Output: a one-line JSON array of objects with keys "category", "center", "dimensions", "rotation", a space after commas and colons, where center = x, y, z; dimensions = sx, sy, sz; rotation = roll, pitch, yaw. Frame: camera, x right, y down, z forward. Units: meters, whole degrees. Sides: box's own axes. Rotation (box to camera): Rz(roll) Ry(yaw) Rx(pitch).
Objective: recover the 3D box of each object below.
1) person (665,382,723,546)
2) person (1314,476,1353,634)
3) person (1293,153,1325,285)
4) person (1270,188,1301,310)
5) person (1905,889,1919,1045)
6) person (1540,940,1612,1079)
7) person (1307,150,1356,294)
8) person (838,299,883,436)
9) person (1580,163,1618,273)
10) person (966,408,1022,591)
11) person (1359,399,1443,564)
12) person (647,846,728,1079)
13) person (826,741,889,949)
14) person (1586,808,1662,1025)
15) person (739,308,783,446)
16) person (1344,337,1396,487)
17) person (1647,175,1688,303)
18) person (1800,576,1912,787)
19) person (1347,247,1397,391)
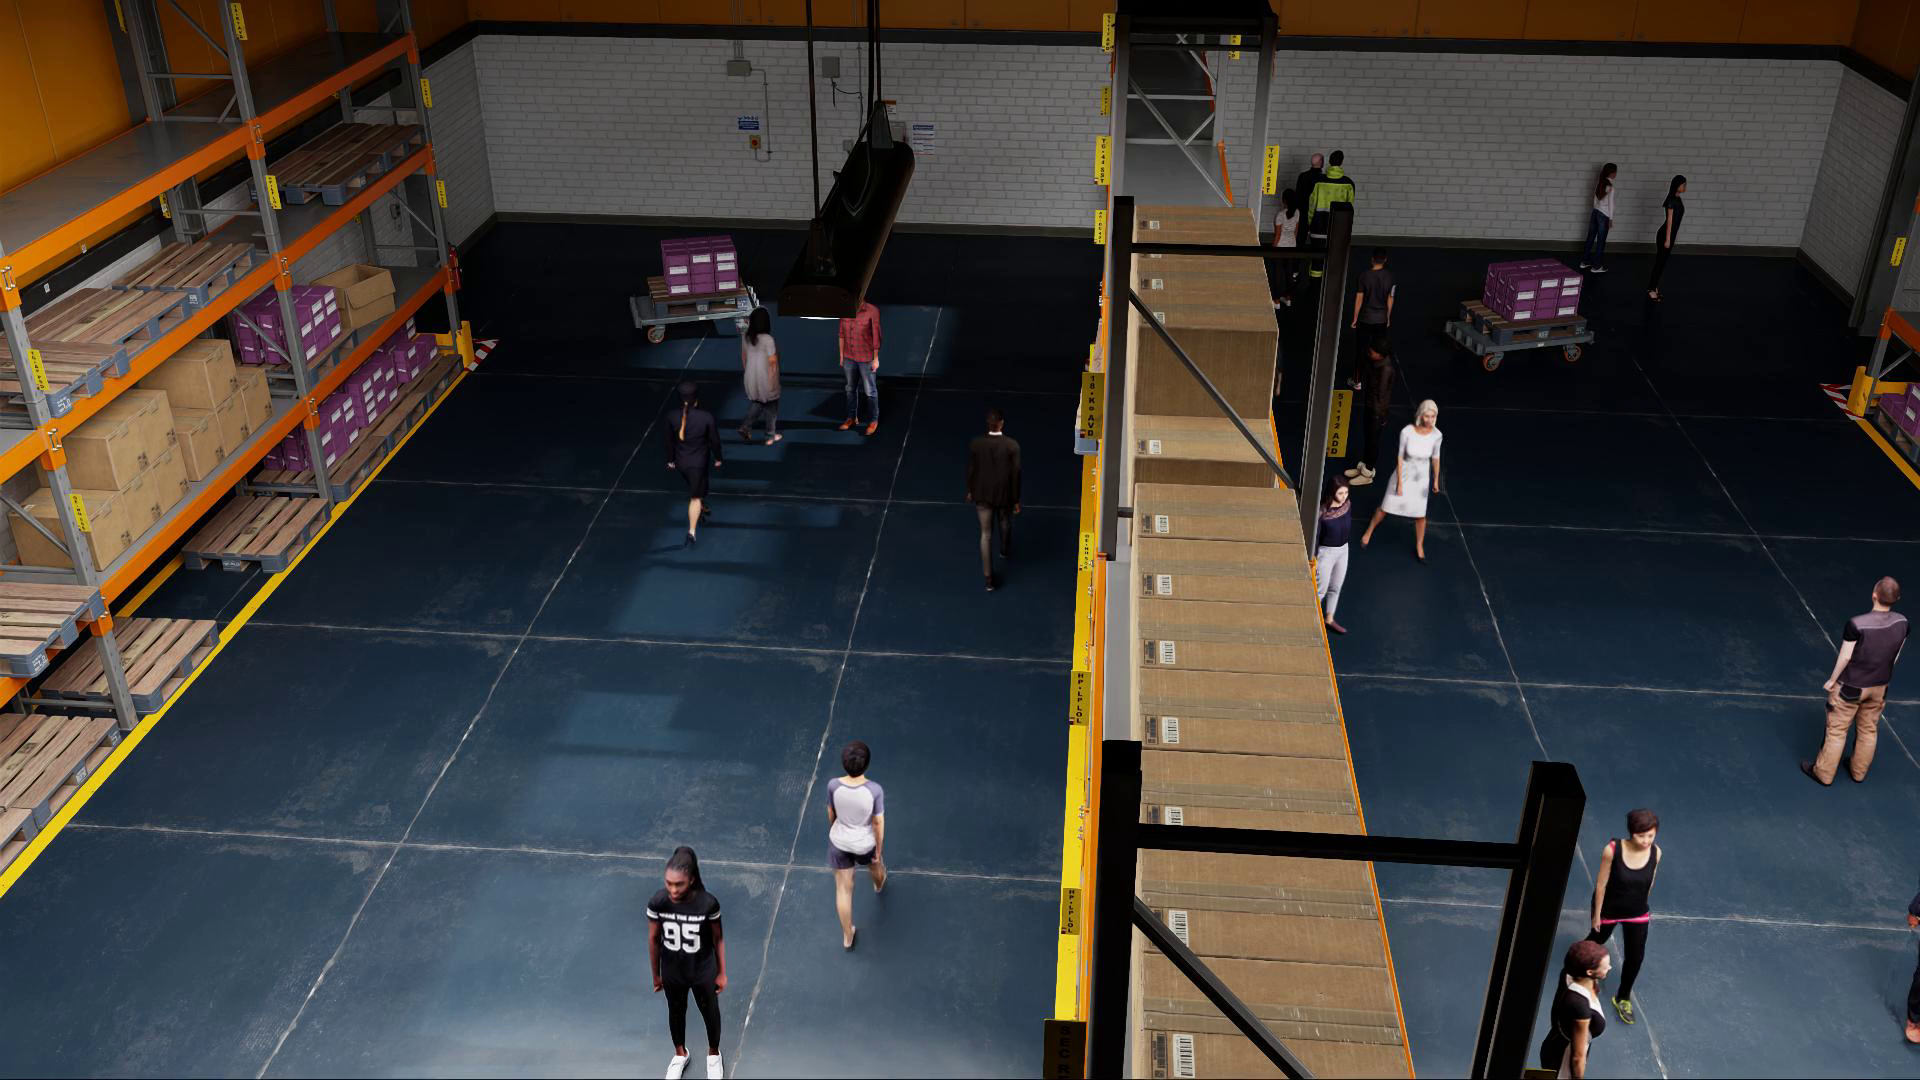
[{"category": "person", "center": [-2.668, -0.718, 16.547], "dimensions": [0.756, 1.631, 1.091], "rotation": [4, 29, 8]}, {"category": "person", "center": [3.339, 0.145, 14.988], "dimensions": [0.693, 1.608, 0.740], "rotation": [-19, 34, -31]}, {"category": "person", "center": [4.905, -4.497, 23.259], "dimensions": [0.766, 1.836, 0.778], "rotation": [21, 35, 34]}, {"category": "person", "center": [4.379, -3.940, 22.437], "dimensions": [0.657, 1.646, 0.696], "rotation": [-17, 33, -28]}, {"category": "person", "center": [6.393, 2.416, 10.746], "dimensions": [0.690, 1.683, 0.870], "rotation": [4, 29, 8]}, {"category": "person", "center": [3.455, 3.012, 9.536], "dimensions": [0.640, 1.795, 0.426], "rotation": [3, 29, 6]}, {"category": "person", "center": [5.078, -4.380, 22.894], "dimensions": [0.776, 1.982, 0.639], "rotation": [4, 29, 7]}, {"category": "person", "center": [-1.137, -2.104, 18.879], "dimensions": [0.748, 1.831, 0.678], "rotation": [12, 31, 21]}, {"category": "person", "center": [9.165, -4.624, 23.783], "dimensions": [0.676, 1.559, 0.588], "rotation": [-12, 31, -21]}, {"category": "person", "center": [0.311, -0.354, 15.742], "dimensions": [0.692, 1.762, 1.098], "rotation": [3, 29, 6]}, {"category": "person", "center": [4.421, -0.590, 16.206], "dimensions": [0.830, 1.732, 0.707], "rotation": [1, 29, 1]}, {"category": "person", "center": [-1.669, 2.647, 10.276], "dimensions": [0.620, 1.729, 0.550], "rotation": [1, 29, 1]}, {"category": "person", "center": [-0.737, 2.117, 11.464], "dimensions": [0.559, 1.520, 0.994], "rotation": [2, 29, 4]}, {"category": "person", "center": [4.338, 2.367, 10.992], "dimensions": [0.542, 1.532, 0.753], "rotation": [4, 29, 7]}, {"category": "person", "center": [-2.261, -1.789, 18.549], "dimensions": [0.818, 1.593, 0.898], "rotation": [20, 34, 32]}, {"category": "person", "center": [4.447, -1.387, 17.741], "dimensions": [0.663, 1.660, 0.590], "rotation": [15, 32, 26]}, {"category": "person", "center": [9.650, -4.131, 22.692], "dimensions": [0.690, 1.737, 0.563], "rotation": [15, 32, 26]}, {"category": "person", "center": [7.046, 1.105, 12.985], "dimensions": [0.724, 1.841, 0.647], "rotation": [-2, 29, -4]}, {"category": "person", "center": [4.945, -2.654, 19.957], "dimensions": [0.663, 1.764, 0.599], "rotation": [-2, 29, -3]}]
